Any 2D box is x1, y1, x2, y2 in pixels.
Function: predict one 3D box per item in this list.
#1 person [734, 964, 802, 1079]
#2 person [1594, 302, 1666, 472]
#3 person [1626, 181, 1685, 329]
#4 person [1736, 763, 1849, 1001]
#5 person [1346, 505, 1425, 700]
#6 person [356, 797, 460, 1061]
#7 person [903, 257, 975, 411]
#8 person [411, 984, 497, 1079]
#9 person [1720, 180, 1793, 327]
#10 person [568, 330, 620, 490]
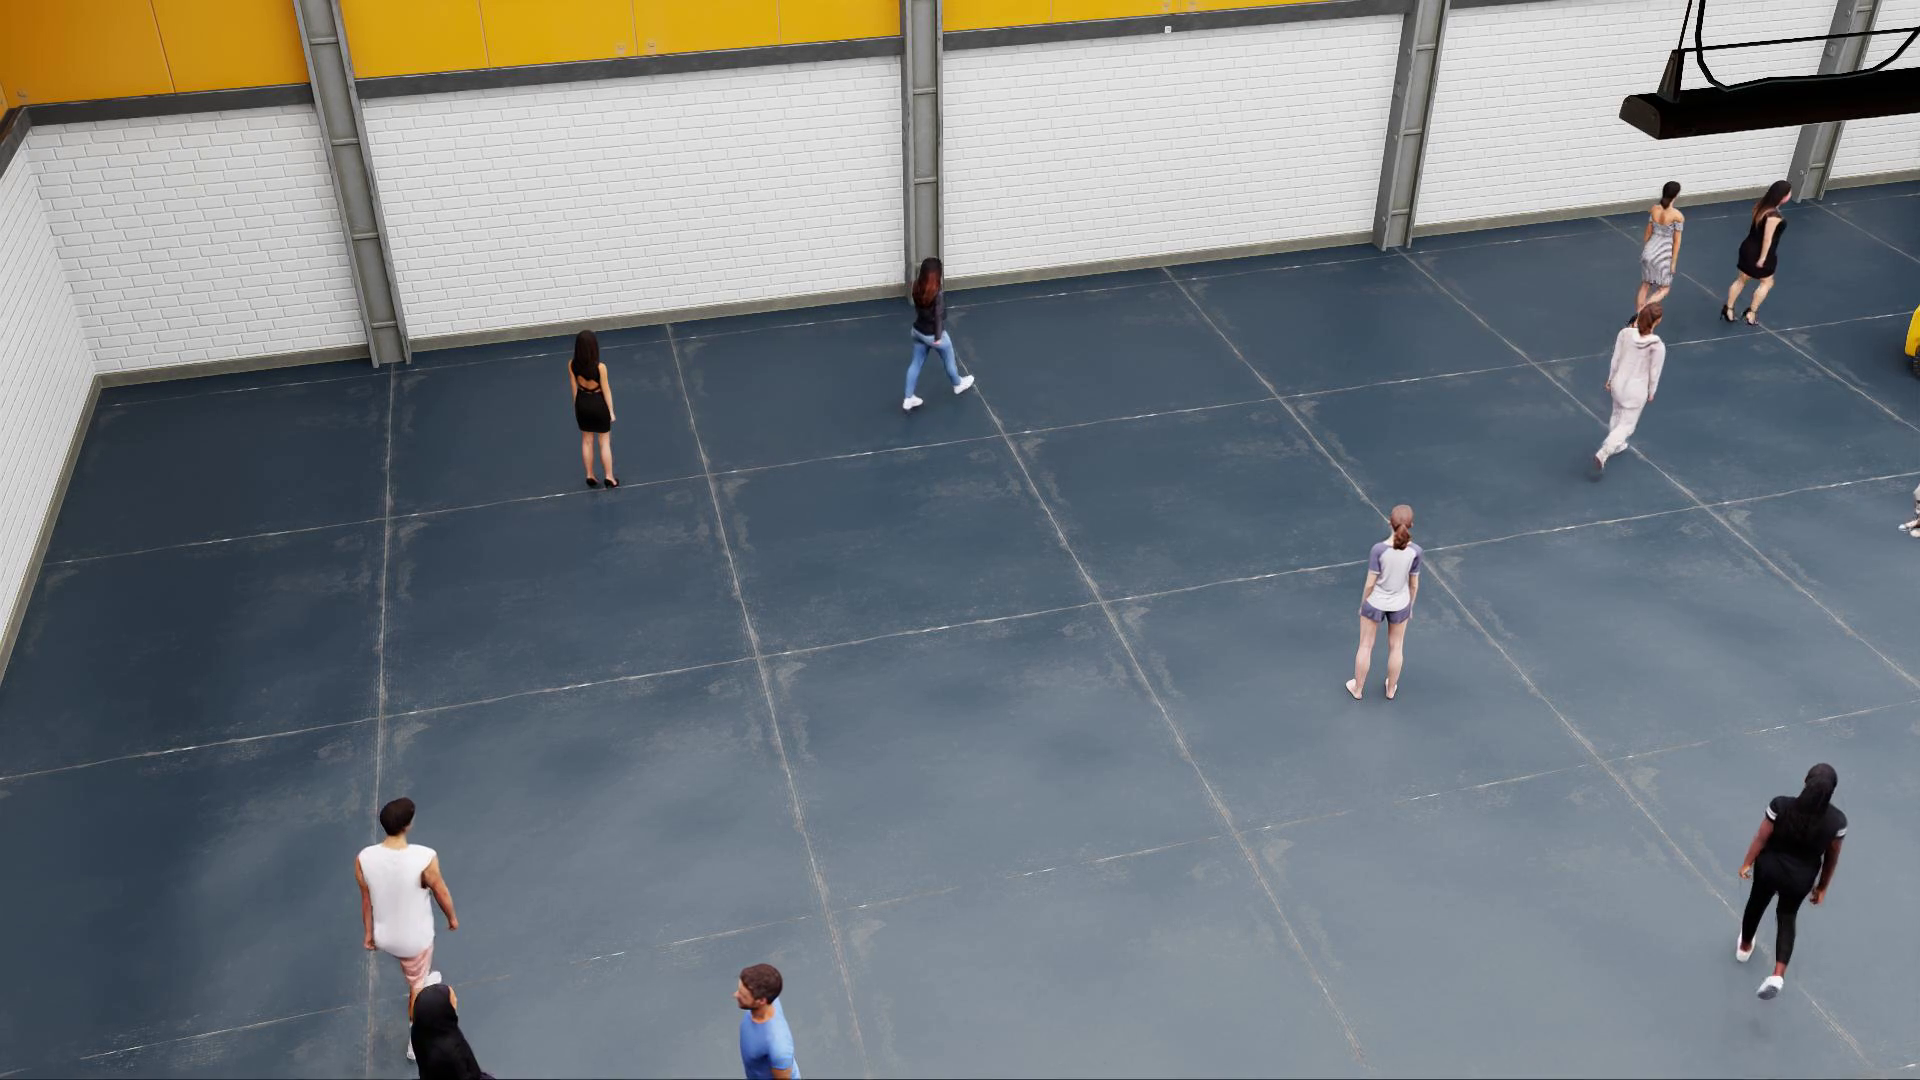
[{"bbox_3d":[-1.014,2.971,9.060,0.588,1.863,0.671,-12,35,-17],"label":"person"},{"bbox_3d":[6.354,-1.440,15.873,1.107,1.666,0.889,-24,40,-31],"label":"person"},{"bbox_3d":[7.536,-3.011,18.102,0.775,1.815,0.730,-20,39,-27],"label":"person"},{"bbox_3d":[5.177,2.159,10.419,1.024,1.711,1.053,12,36,18],"label":"person"},{"bbox_3d":[3.305,0.492,12.876,0.588,1.767,0.696,1,34,2],"label":"person"},{"bbox_3d":[-3.391,2.407,10.024,0.927,1.736,0.899,0,34,0],"label":"person"},{"bbox_3d":[-0.370,-2.050,16.856,1.180,1.594,0.981,-28,43,-35],"label":"person"},{"bbox_3d":[-2.853,3.068,9.145,0.852,1.606,0.727,-20,39,-27],"label":"person"},{"bbox_3d":[8.759,-3.164,18.440,0.722,1.697,0.722,-2,34,-3],"label":"person"},{"bbox_3d":[-3.433,-1.198,15.525,0.548,1.648,0.669,6,34,9],"label":"person"}]
